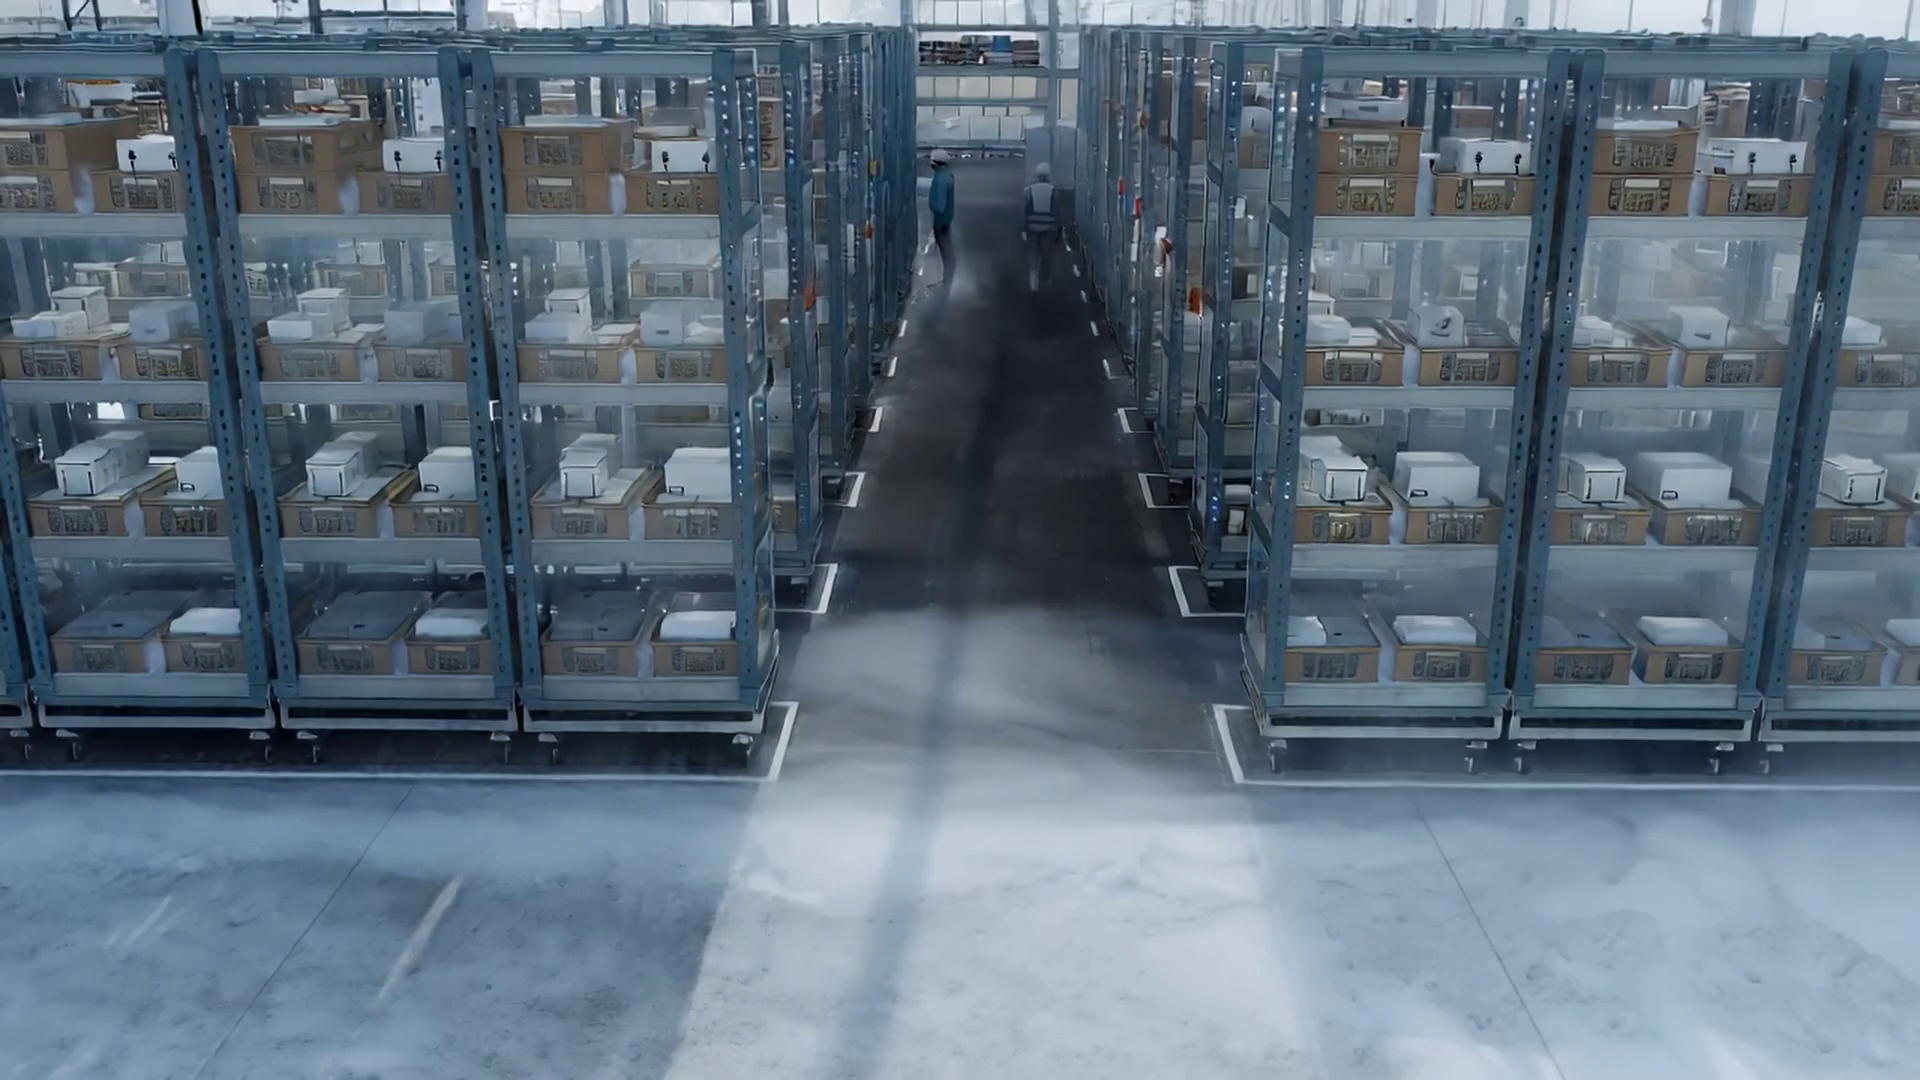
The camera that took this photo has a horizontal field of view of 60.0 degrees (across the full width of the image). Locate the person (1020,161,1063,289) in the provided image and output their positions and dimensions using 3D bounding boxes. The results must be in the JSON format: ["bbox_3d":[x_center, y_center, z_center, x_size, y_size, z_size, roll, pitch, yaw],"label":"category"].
[{"bbox_3d":[1.150,-4.438,23.536,0.595,1.814,0.722,2,18,7],"label":"person"}]

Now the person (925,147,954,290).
[{"bbox_3d":[-0.278,-4.551,23.597,0.379,1.996,0.611,-4,18,-13],"label":"person"}]
